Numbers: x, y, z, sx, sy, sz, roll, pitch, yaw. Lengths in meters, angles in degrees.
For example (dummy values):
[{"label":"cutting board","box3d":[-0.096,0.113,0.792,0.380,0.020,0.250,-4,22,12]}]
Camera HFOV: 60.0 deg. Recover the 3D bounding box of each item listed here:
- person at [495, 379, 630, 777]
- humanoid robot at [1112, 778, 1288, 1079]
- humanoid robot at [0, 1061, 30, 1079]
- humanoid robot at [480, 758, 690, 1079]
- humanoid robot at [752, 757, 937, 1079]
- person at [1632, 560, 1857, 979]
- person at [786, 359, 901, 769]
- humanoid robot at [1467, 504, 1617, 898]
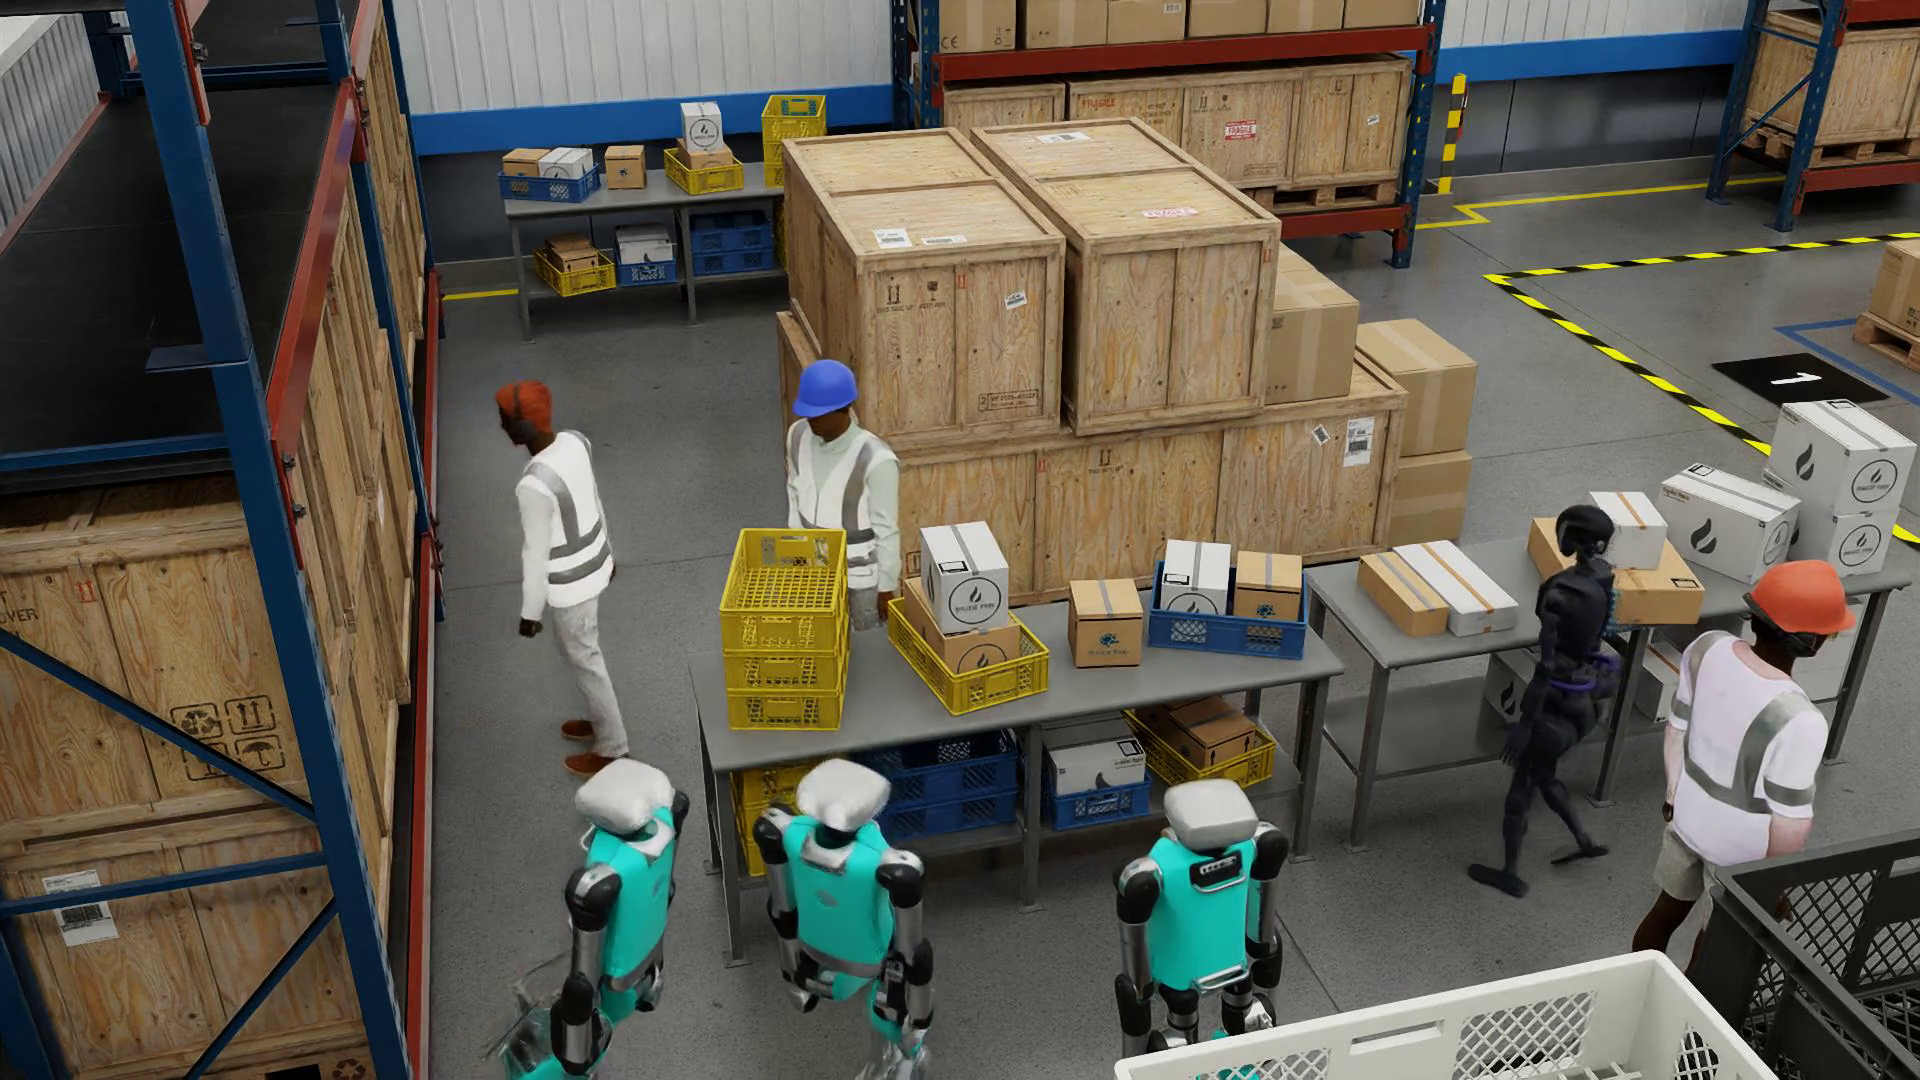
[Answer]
[{"label":"person","box3d":[-1.683,0.176,7.146,0.377,1.874,0.590,2,29,4]},{"label":"humanoid robot","box3d":[0.776,1.533,4.711,0.530,1.689,0.747,-13,31,-22]},{"label":"humanoid robot","box3d":[-2.183,1.930,4.140,0.315,1.655,0.599,7,30,13]},{"label":"humanoid robot","box3d":[-1.202,1.387,5.084,0.816,1.755,0.541,10,30,17]},{"label":"humanoid robot","box3d":[-0.218,1.283,5.302,0.538,1.759,0.903,12,31,21]},{"label":"person","box3d":[2.572,0.960,5.536,0.371,2.042,0.613,-7,30,-12]},{"label":"person","box3d":[-0.514,0.104,7.211,0.625,1.934,0.436,23,36,35]},{"label":"humanoid robot","box3d":[2.395,0.653,6.485,0.460,1.632,0.615,25,37,37]}]
